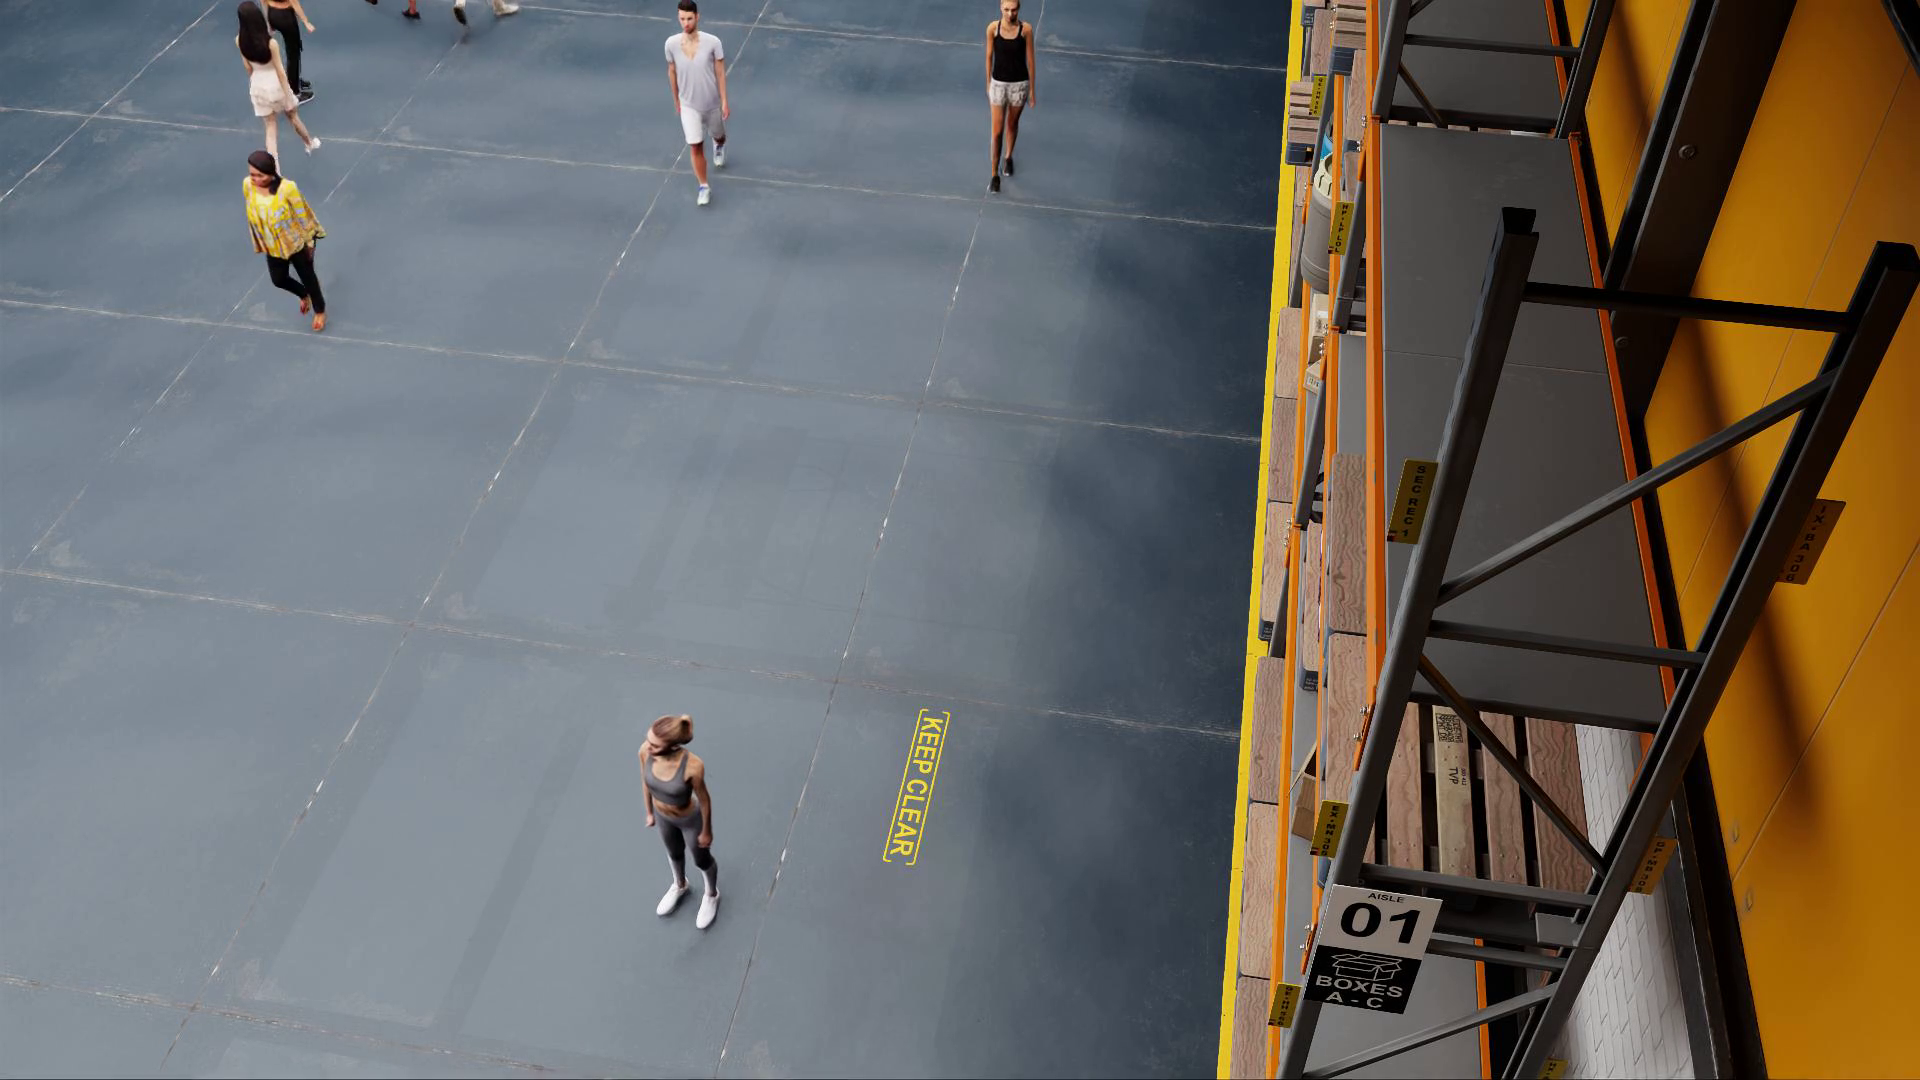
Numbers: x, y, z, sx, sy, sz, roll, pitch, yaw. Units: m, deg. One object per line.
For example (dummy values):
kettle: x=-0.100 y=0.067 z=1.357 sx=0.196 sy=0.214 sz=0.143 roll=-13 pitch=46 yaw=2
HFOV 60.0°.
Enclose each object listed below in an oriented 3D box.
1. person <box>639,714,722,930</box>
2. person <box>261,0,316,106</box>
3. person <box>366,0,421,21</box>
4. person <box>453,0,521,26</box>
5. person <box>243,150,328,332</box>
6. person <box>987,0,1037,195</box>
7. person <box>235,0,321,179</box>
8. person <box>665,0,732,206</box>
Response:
person: x=-1.543 y=1.525 z=9.228 sx=0.601 sy=1.705 sz=0.582 roll=16 pitch=46 yaw=17
person: x=-6.604 y=-4.970 z=16.102 sx=0.655 sy=1.628 sz=0.703 roll=23 pitch=48 yaw=22
person: x=-6.003 y=-6.257 z=17.425 sx=1.039 sy=1.668 sz=1.189 roll=26 pitch=50 yaw=25
person: x=-5.015 y=-6.201 z=17.263 sx=1.033 sy=1.809 sz=1.156 roll=28 pitch=50 yaw=26
person: x=-5.398 y=-2.453 z=13.450 sx=0.717 sy=1.642 sz=0.741 roll=3 pitch=44 yaw=4
person: x=0.455 y=-4.166 z=15.116 sx=0.686 sy=1.824 sz=0.928 roll=1 pitch=44 yaw=1
person: x=-6.243 y=-3.951 z=14.993 sx=0.587 sy=1.682 sz=1.045 roll=6 pitch=44 yaw=6
person: x=-2.305 y=-3.996 z=14.932 sx=0.841 sy=1.831 sz=1.194 roll=-1 pitch=44 yaw=-1
